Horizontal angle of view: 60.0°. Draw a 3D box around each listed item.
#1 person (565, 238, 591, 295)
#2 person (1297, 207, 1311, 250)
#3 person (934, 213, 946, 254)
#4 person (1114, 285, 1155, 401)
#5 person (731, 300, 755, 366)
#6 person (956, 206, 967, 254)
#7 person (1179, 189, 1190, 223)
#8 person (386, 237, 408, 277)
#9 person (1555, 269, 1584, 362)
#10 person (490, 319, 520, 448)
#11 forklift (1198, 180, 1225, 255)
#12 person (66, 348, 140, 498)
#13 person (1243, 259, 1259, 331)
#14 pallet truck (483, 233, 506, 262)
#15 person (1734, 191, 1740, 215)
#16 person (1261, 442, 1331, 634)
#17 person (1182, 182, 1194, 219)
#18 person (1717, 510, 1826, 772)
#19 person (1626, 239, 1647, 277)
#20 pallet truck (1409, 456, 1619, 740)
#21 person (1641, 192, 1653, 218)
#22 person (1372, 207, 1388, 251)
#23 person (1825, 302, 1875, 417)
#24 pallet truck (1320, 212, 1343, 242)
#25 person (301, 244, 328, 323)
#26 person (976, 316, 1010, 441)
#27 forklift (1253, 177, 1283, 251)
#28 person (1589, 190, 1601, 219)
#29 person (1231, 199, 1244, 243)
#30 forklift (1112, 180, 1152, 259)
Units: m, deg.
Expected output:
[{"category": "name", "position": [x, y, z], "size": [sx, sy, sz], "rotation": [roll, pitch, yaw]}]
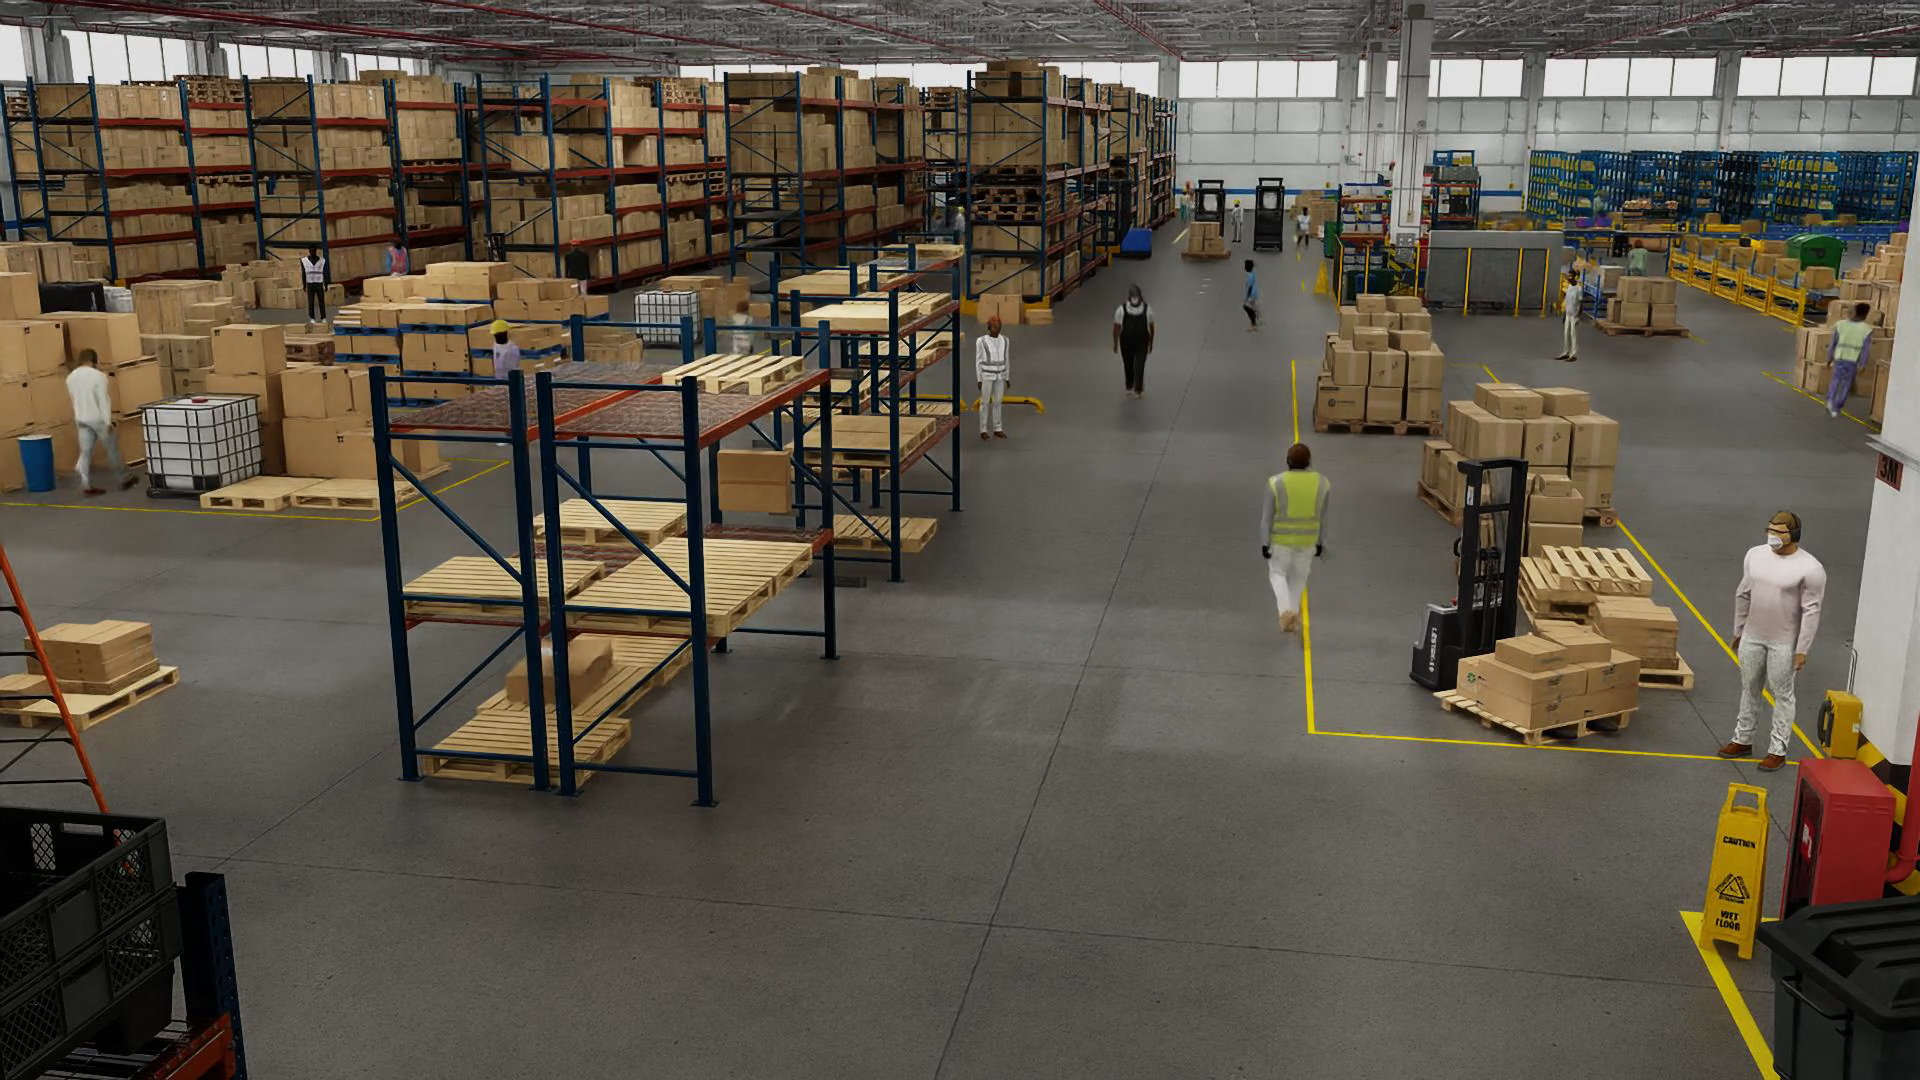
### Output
[{"category": "person", "position": [-9.539, -6.537, 41.577], "size": [0.622, 1.989, 0.401], "rotation": [-2, 14, -9]}, {"category": "person", "position": [13.559, -12.304, 65.667], "size": [0.543, 1.672, 0.744], "rotation": [-2, 14, -6]}, {"category": "person", "position": [-0.782, -11.449, 62.325], "size": [0.592, 1.591, 0.626], "rotation": [-1, 14, -2]}, {"category": "person", "position": [3.053, -3.508, 29.173], "size": [0.691, 2.000, 1.033], "rotation": [2, 14, 9]}, {"category": "person", "position": [-3.985, -3.558, 30.269], "size": [0.521, 1.606, 0.809], "rotation": [7, 15, 26]}, {"category": "person", "position": [-0.021, -11.793, 63.309], "size": [0.691, 1.799, 0.603], "rotation": [-3, 14, -12]}, {"category": "person", "position": [11.426, -17.030, 84.751], "size": [0.522, 1.726, 0.922], "rotation": [2, 14, 8]}, {"category": "person", "position": [-15.116, -7.234, 44.755], "size": [0.436, 1.823, 0.669], "rotation": [12, 18, 40]}, {"category": "person", "position": [12.423, -4.558, 33.787], "size": [0.335, 1.873, 0.521], "rotation": [-3, 14, -14]}, {"category": "person", "position": [-6.698, -2.308, 24.565], "size": [0.590, 1.917, 0.418], "rotation": [12, 18, 41]}, {"category": "forklift", "position": [9.336, -12.042, 62.094], "size": [1.129, 2.768, 1.873], "rotation": [3, 14, 10]}, {"category": "person", "position": [-11.104, -1.532, 21.481], "size": [0.697, 1.878, 0.958], "rotation": [4, 14, 15]}, {"category": "person", "position": [6.816, -5.726, 38.908], "size": [0.405, 1.671, 0.559], "rotation": [3, 14, 10]}, {"category": "pallet truck", "position": [-11.832, -7.026, 43.548], "size": [1.885, 1.965, 0.823], "rotation": [8, 16, 28]}, {"category": "person", "position": [37.422, -15.960, 80.159], "size": [0.454, 1.827, 0.602], "rotation": [5, 15, 20]}, {"category": "person", "position": [3.100, 0.016, 15.337], "size": [0.631, 1.820, 0.605], "rotation": [-1, 14, -6]}, {"category": "person", "position": [12.078, -18.025, 88.276], "size": [0.657, 1.953, 0.973], "rotation": [2, 14, 9]}, {"category": "person", "position": [5.949, 0.727, 12.189], "size": [0.372, 1.940, 0.631], "rotation": [-9, 16, -31]}, {"category": "person", "position": [19.102, -7.692, 47.028], "size": [0.526, 1.604, 0.682], "rotation": [2, 14, 9]}, {"category": "pallet truck", "position": [4.504, 0.400, 13.395], "size": [0.823, 1.965, 1.885], "rotation": [-6, 15, -23]}, {"category": "person", "position": [32.857, -15.827, 79.504], "size": [0.681, 1.883, 0.881], "rotation": [-4, 15, -17]}, {"category": "person", "position": [16.323, -12.062, 64.552], "size": [0.839, 1.731, 0.533], "rotation": [-11, 18, -38]}, {"category": "person", "position": [14.530, -2.935, 27.151], "size": [0.630, 1.889, 0.445], "rotation": [12, 18, 41]}, {"category": "pallet truck", "position": [15.874, -13.227, 70.310], "size": [0.680, 1.201, 1.601], "rotation": [10, 17, 35]}, {"category": "person", "position": [-15.730, -6.248, 40.575], "size": [0.587, 1.911, 0.397], "rotation": [-7, 15, -26]}, {"category": "person", "position": [0.505, -2.455, 25.221], "size": [0.576, 1.885, 0.355], "rotation": [-8, 16, -29]}, {"category": "forklift", "position": [12.083, -12.747, 64.956], "size": [1.129, 2.768, 1.873], "rotation": [3, 14, 10]}, {"category": "person", "position": [30.899, -16.078, 80.743], "size": [0.936, 1.793, 0.580], "rotation": [0, 14, 2]}, {"category": "person", "position": [11.603, -13.379, 69.712], "size": [0.405, 1.824, 0.585], "rotation": [-12, 18, -39]}, {"category": "forklift", "position": [6.082, -11.722, 60.796], "size": [1.873, 2.768, 1.129], "rotation": [2, 14, 9]}]
